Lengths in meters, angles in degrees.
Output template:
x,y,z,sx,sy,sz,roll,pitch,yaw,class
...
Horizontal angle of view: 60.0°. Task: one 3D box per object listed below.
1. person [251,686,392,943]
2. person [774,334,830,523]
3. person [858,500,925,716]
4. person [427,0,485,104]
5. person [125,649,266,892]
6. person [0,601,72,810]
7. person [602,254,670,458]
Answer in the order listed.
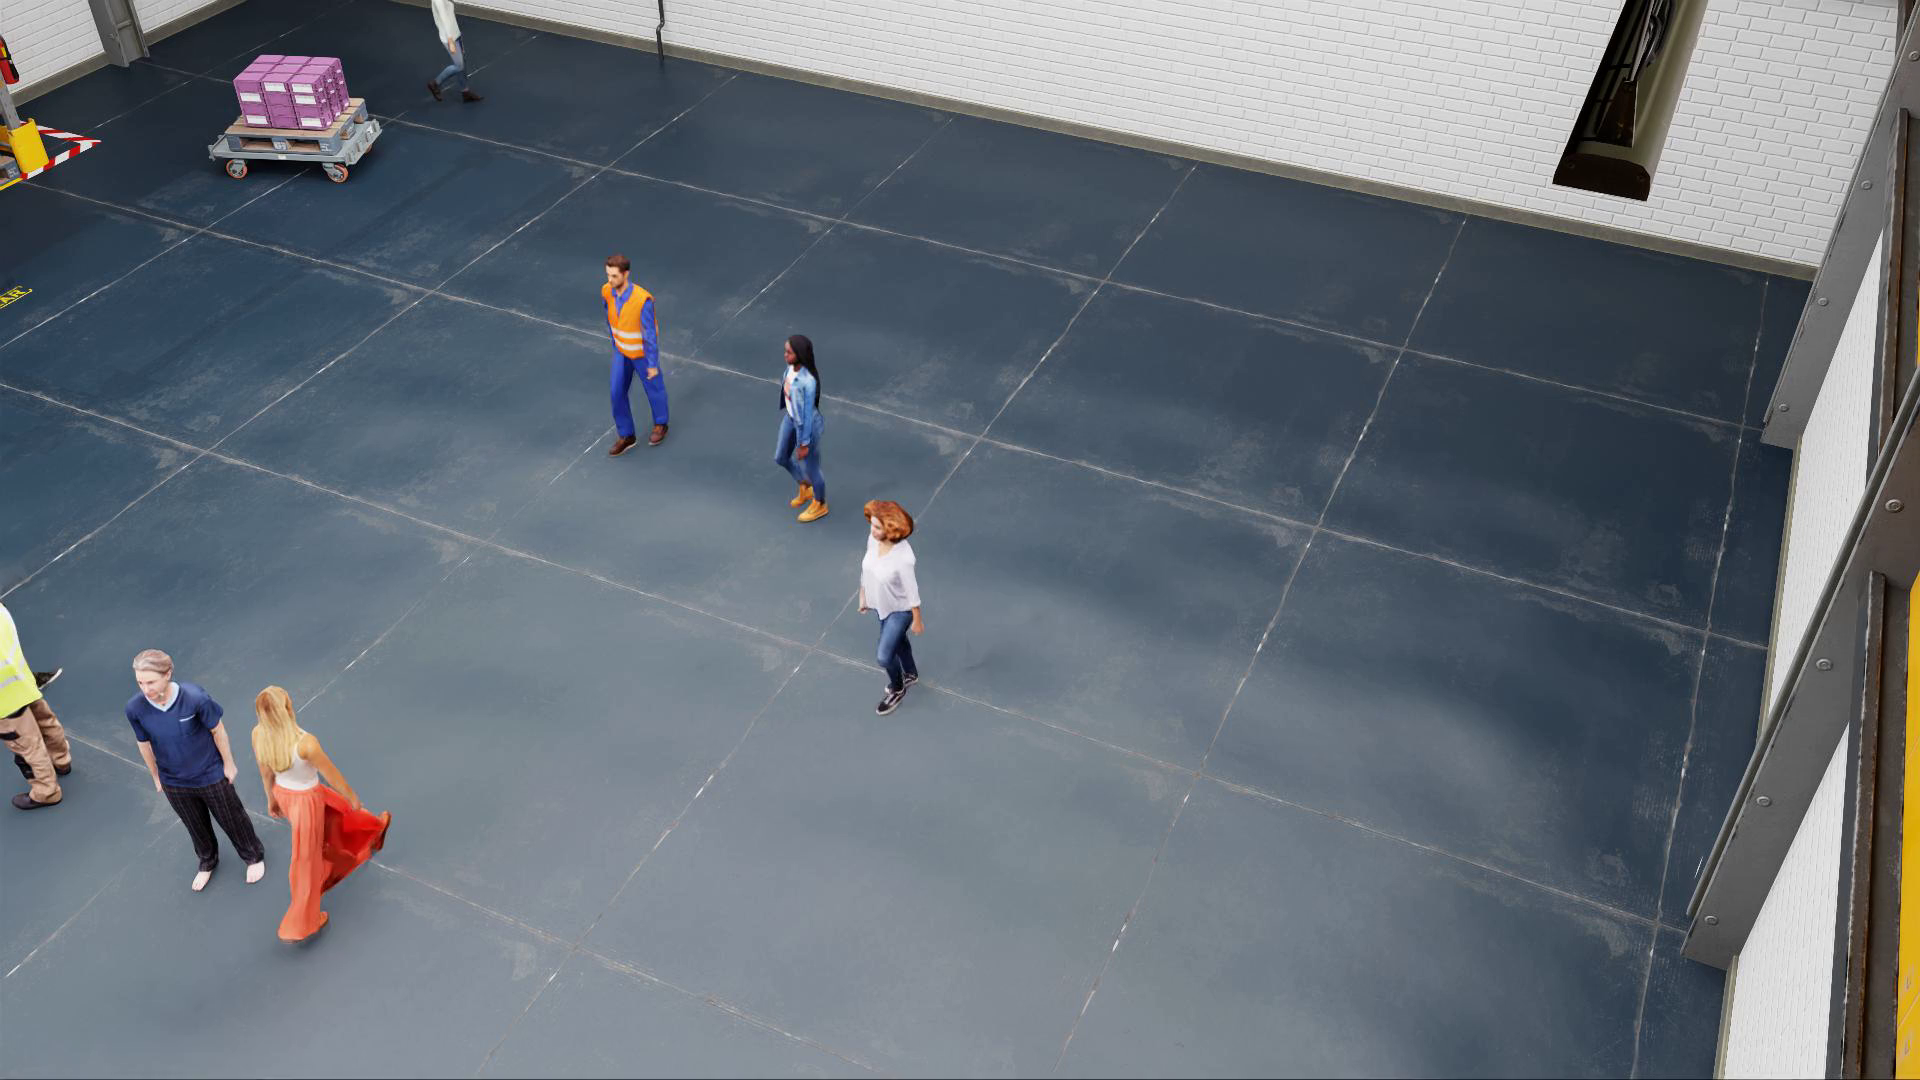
x,y,z,sx,sy,sz,roll,pitch,yaw,class
-3.952,1.674,9.871,0.669,1.738,1.285,16,41,19,person
-1.147,-0.888,13.107,0.767,1.703,0.728,-20,43,-23,person
-0.380,0.404,11.496,0.853,1.694,0.811,-24,45,-27,person
-6.007,-5.854,19.379,0.921,1.636,0.893,-8,39,-10,person
-4.667,1.394,10.114,0.734,1.871,0.745,-6,39,-8,person
-6.137,0.958,10.681,0.891,1.846,0.812,-1,39,-1,person
-2.649,-1.603,13.892,0.726,1.840,0.842,13,40,16,person
